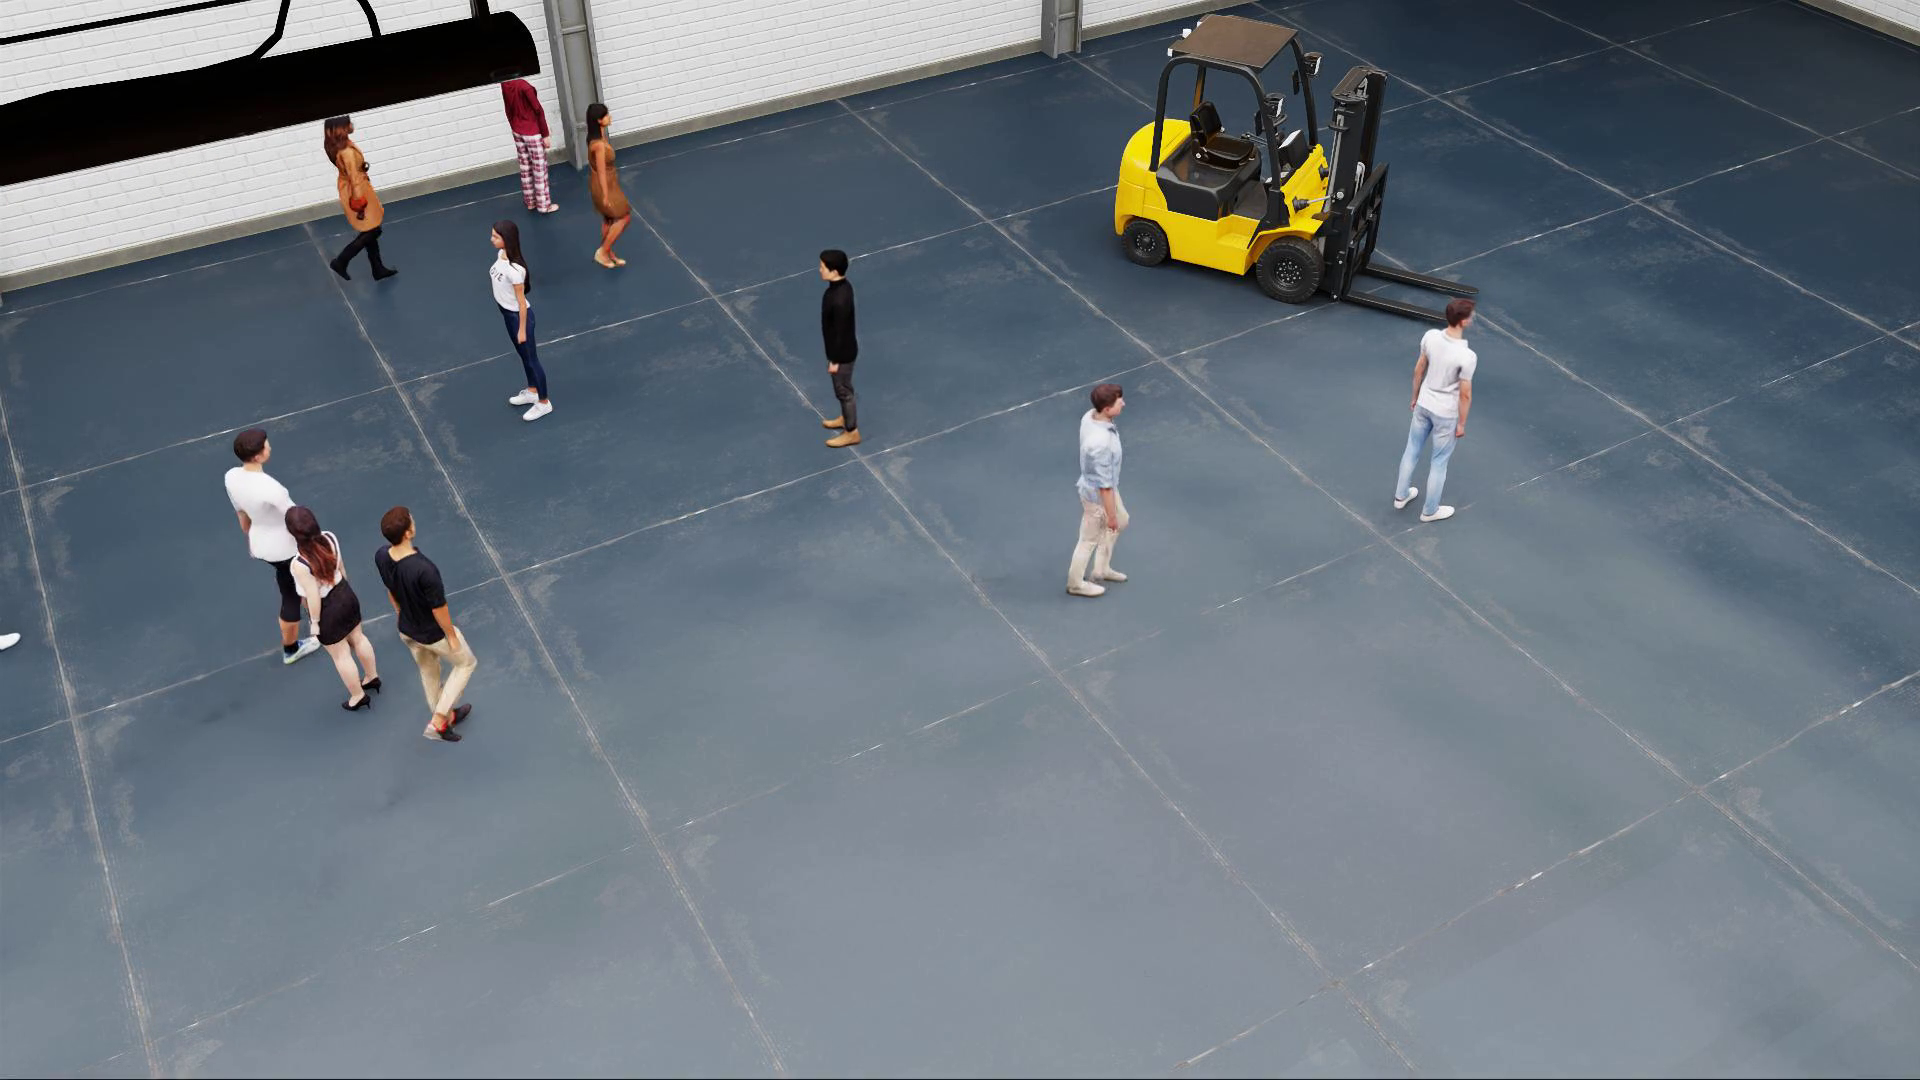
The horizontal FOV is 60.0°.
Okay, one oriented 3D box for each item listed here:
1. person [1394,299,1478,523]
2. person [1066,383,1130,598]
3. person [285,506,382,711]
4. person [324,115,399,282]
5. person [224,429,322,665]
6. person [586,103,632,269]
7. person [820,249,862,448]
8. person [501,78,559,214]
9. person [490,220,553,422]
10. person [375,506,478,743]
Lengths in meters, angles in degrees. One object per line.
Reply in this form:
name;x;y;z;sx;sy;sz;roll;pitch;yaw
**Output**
person;3.596;-0.980;12.510;0.575;1.852;0.667;-25;45;-28
person;0.883;-0.334;11.715;0.868;1.835;0.826;2;39;2
person;-4.108;0.449;10.883;0.695;1.650;0.632;10;40;13
person;-5.628;-3.103;15.283;0.851;1.709;0.721;-23;44;-26
person;-4.653;0.097;11.179;0.867;1.830;0.987;21;43;25
person;-3.382;-3.260;15.505;0.686;1.677;0.632;-12;40;-14
person;-0.955;-1.558;13.338;0.690;1.721;0.721;-4;39;-5
person;-4.288;-4.067;16.497;0.693;1.699;0.666;22;44;25
person;-3.604;-1.816;13.618;0.502;1.775;0.578;-20;43;-23
person;-3.430;0.604;10.526;0.828;1.852;0.886;18;42;22
